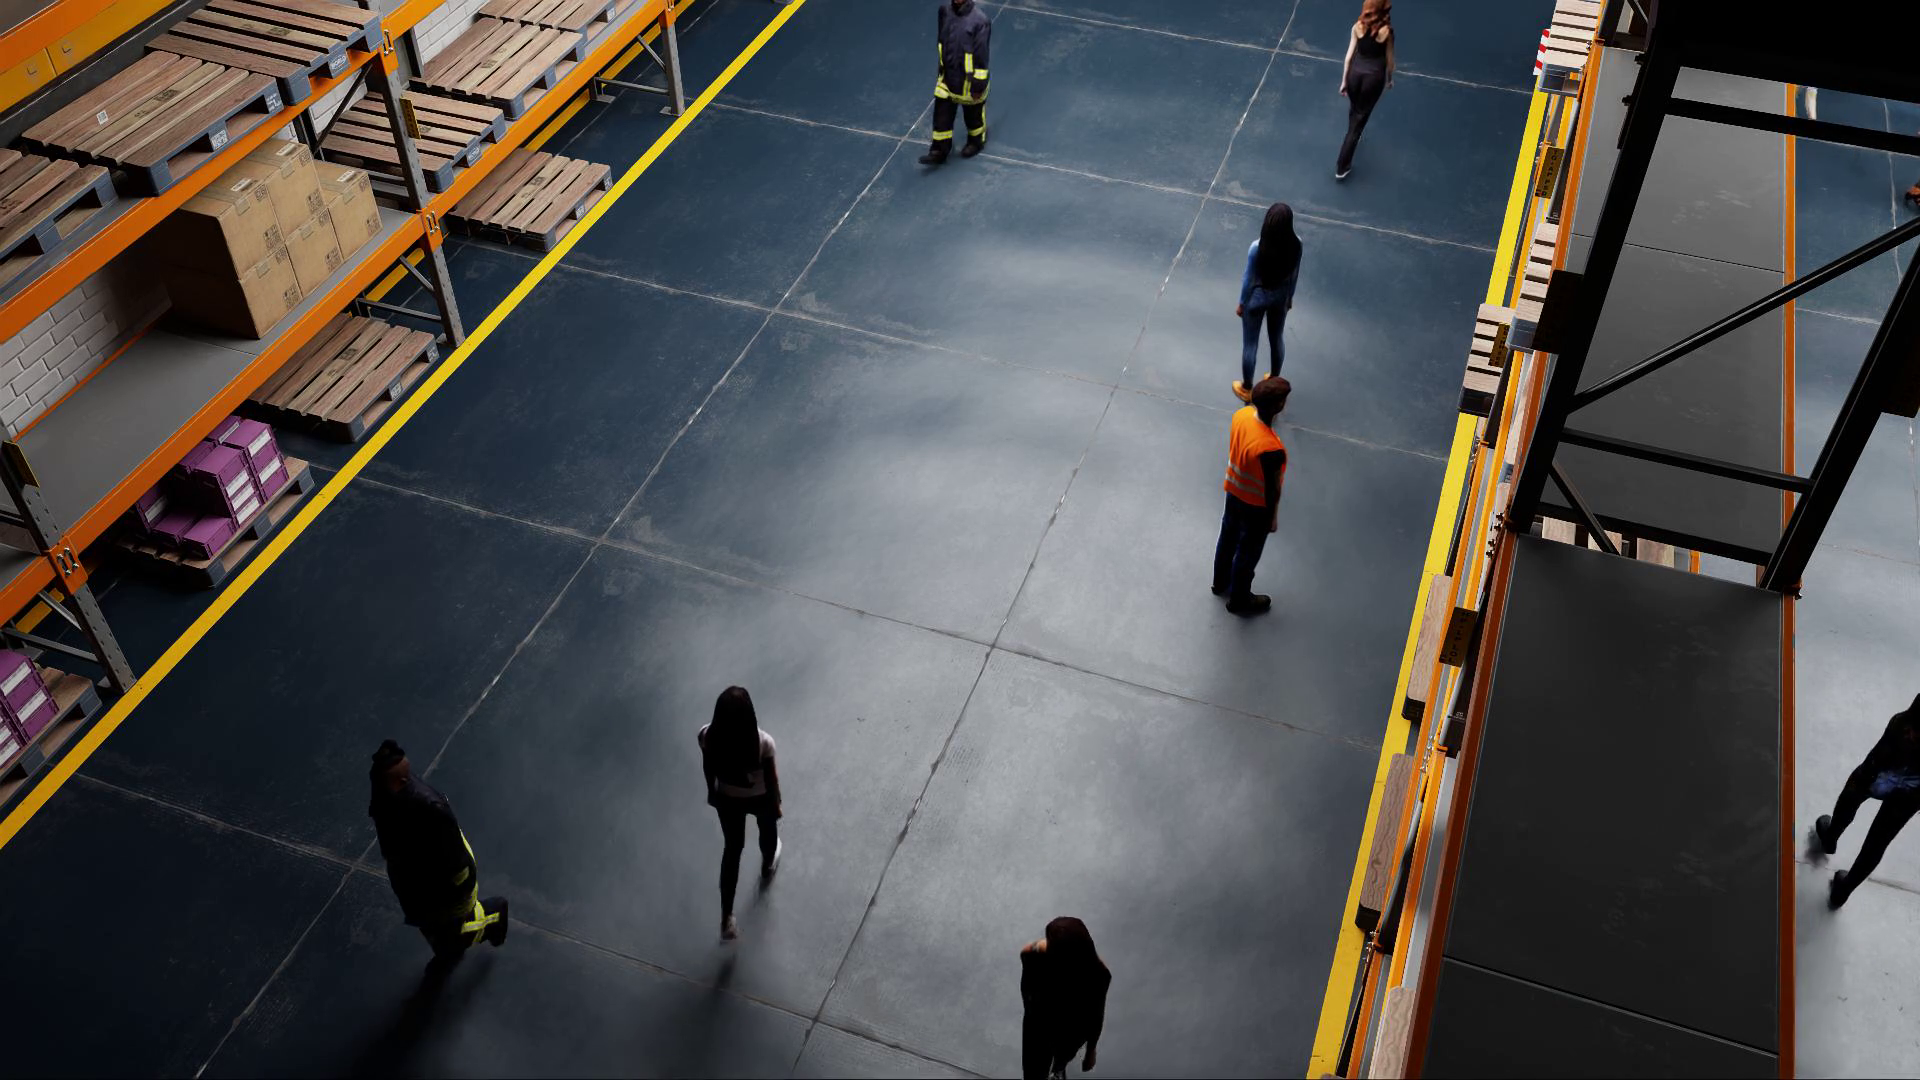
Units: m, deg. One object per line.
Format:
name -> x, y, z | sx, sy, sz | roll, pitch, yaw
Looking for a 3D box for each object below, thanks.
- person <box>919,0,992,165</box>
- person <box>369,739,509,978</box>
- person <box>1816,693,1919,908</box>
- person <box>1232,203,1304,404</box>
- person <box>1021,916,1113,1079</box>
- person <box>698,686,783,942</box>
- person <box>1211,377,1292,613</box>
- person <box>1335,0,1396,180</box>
person -> 0.080, -4.351, 15.277 | 0.937, 1.793, 1.147 | 26, 49, 25
person -> -2.782, 1.677, 8.908 | 0.855, 1.851, 0.905 | 24, 49, 23
person -> 5.175, 1.453, 9.240 | 0.592, 1.717, 0.835 | 15, 46, 15
person -> 2.338, -1.807, 12.666 | 0.693, 1.711, 0.717 | -11, 45, -11
person -> 0.527, 2.316, 8.314 | 0.668, 1.745, 0.895 | 8, 44, 8
person -> -1.202, 1.504, 9.161 | 0.741, 1.752, 1.121 | 6, 44, 6
person -> 1.918, -0.301, 10.958 | 0.853, 1.887, 0.790 | -17, 46, -17
person -> 3.639, -4.090, 15.077 | 0.720, 1.691, 1.167 | 22, 48, 22
